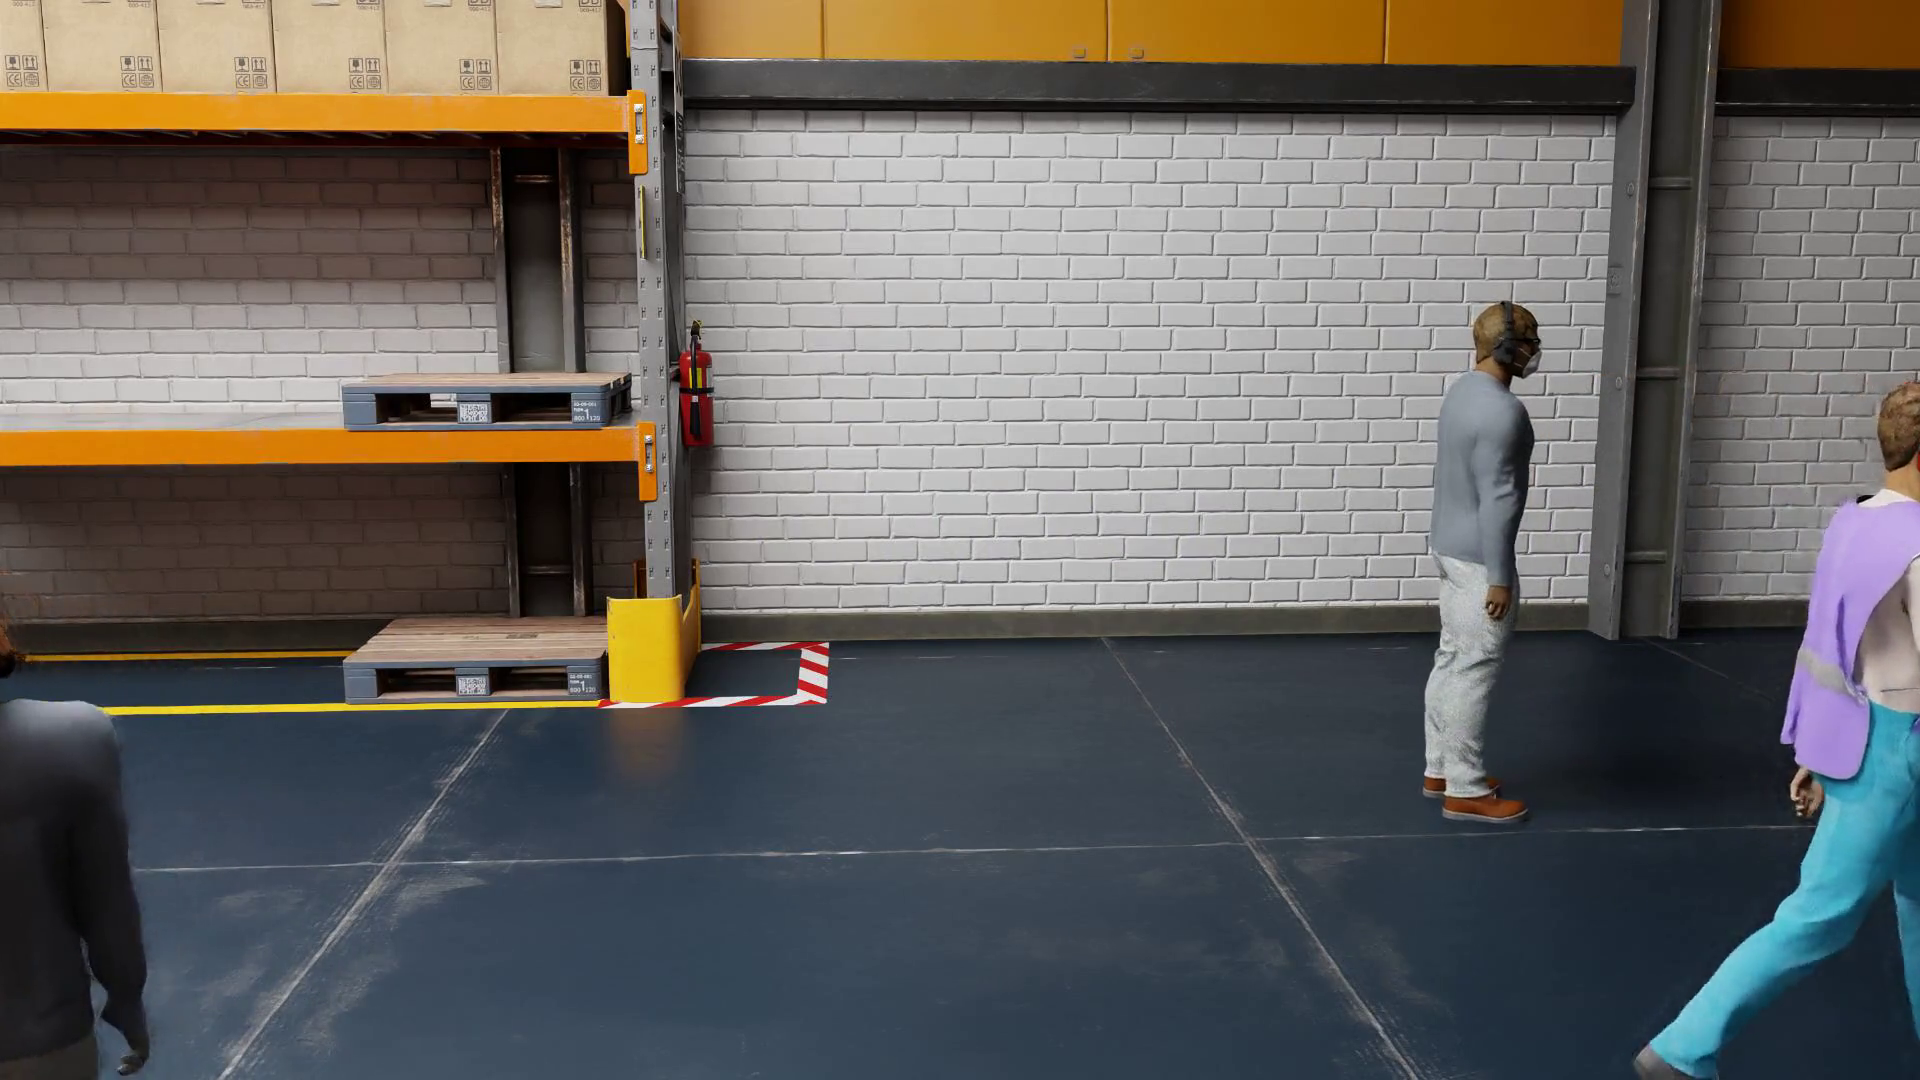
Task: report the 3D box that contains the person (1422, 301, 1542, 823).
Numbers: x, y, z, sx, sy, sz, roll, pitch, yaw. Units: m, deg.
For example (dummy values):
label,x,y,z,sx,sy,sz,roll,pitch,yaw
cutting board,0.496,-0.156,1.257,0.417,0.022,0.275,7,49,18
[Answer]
label,x,y,z,sx,sy,sz,roll,pitch,yaw
person,1.948,0.080,6.215,0.383,1.929,0.639,0,9,2

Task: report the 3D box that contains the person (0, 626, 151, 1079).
label,x,y,z,sx,sy,sz,roll,pitch,yaw
person,-1.541,0.802,2.596,0.372,1.620,0.529,9,12,43

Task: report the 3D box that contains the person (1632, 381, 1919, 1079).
label,x,y,z,sx,sy,sz,roll,pitch,yaw
person,2.097,0.519,3.866,0.955,1.804,0.574,2,9,14
